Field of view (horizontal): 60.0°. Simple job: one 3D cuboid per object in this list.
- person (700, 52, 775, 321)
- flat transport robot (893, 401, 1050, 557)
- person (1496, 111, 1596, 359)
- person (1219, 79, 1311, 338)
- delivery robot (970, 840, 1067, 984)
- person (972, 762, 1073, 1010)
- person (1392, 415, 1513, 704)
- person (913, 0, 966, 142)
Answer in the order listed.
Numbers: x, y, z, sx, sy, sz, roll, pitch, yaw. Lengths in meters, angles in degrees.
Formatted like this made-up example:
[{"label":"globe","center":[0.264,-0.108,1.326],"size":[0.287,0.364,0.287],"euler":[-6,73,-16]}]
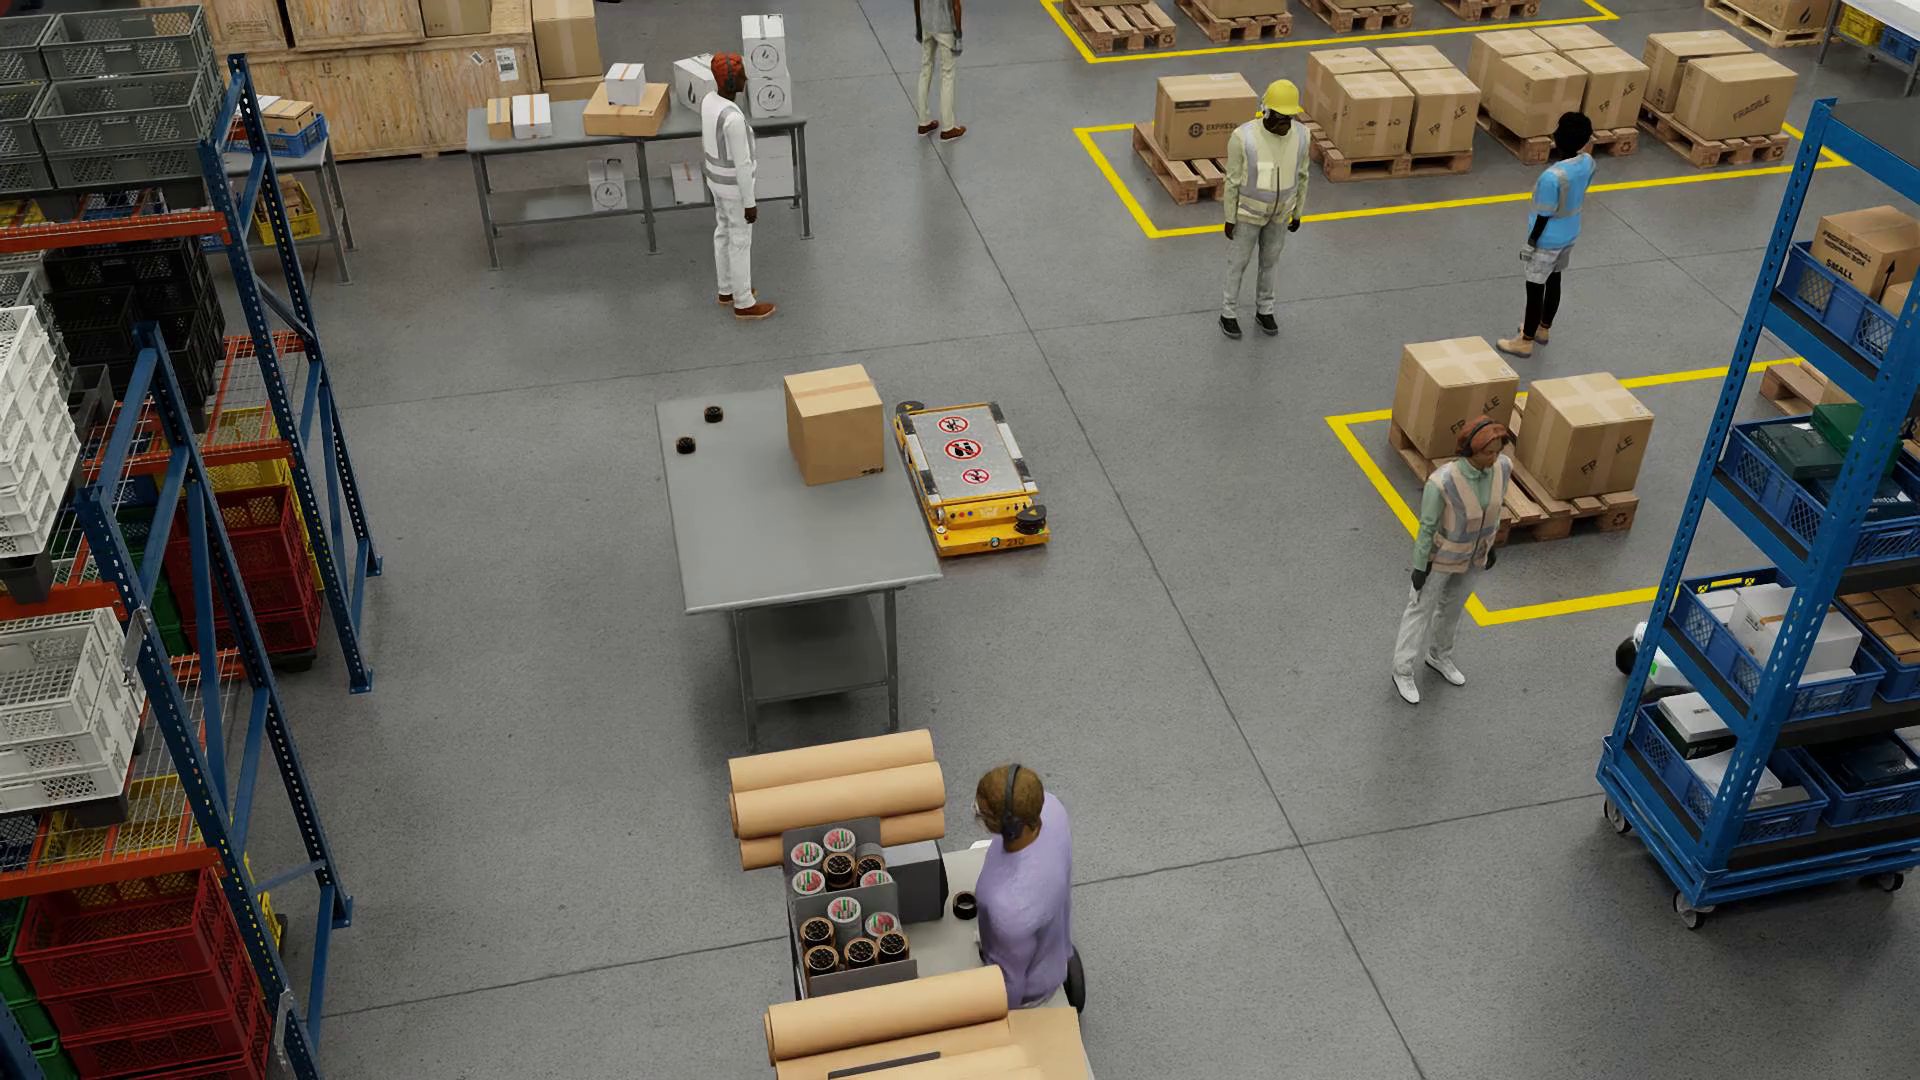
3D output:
[{"label":"person","center":[-1.561,-2.428,11.452],"size":[0.337,1.882,0.585],"euler":[-19,41,-24]},{"label":"flat transport robot","center":[0.046,-0.430,10.108],"size":[0.652,0.197,1.431],"euler":[-8,37,-10]},{"label":"person","center":[3.926,-2.025,11.065],"size":[0.537,1.696,0.318],"euler":[-30,46,-34]},{"label":"person","center":[2.059,-2.233,11.244],"size":[0.595,1.827,0.403],"euler":[-8,37,-11]},{"label":"delivery robot","center":[0.234,1.591,7.081],"size":[0.477,0.478,0.707],"euler":[-5,37,-6]},{"label":"person","center":[0.220,1.544,6.078],"size":[0.369,1.932,0.629],"euler":[9,38,12]},{"label":"person","center":[2.456,0.087,8.276],"size":[0.524,1.636,0.308],"euler":[-17,40,-21]},{"label":"person","center":[-0.175,-4.289,13.978],"size":[0.497,1.861,0.326],"euler":[23,42,28]}]
